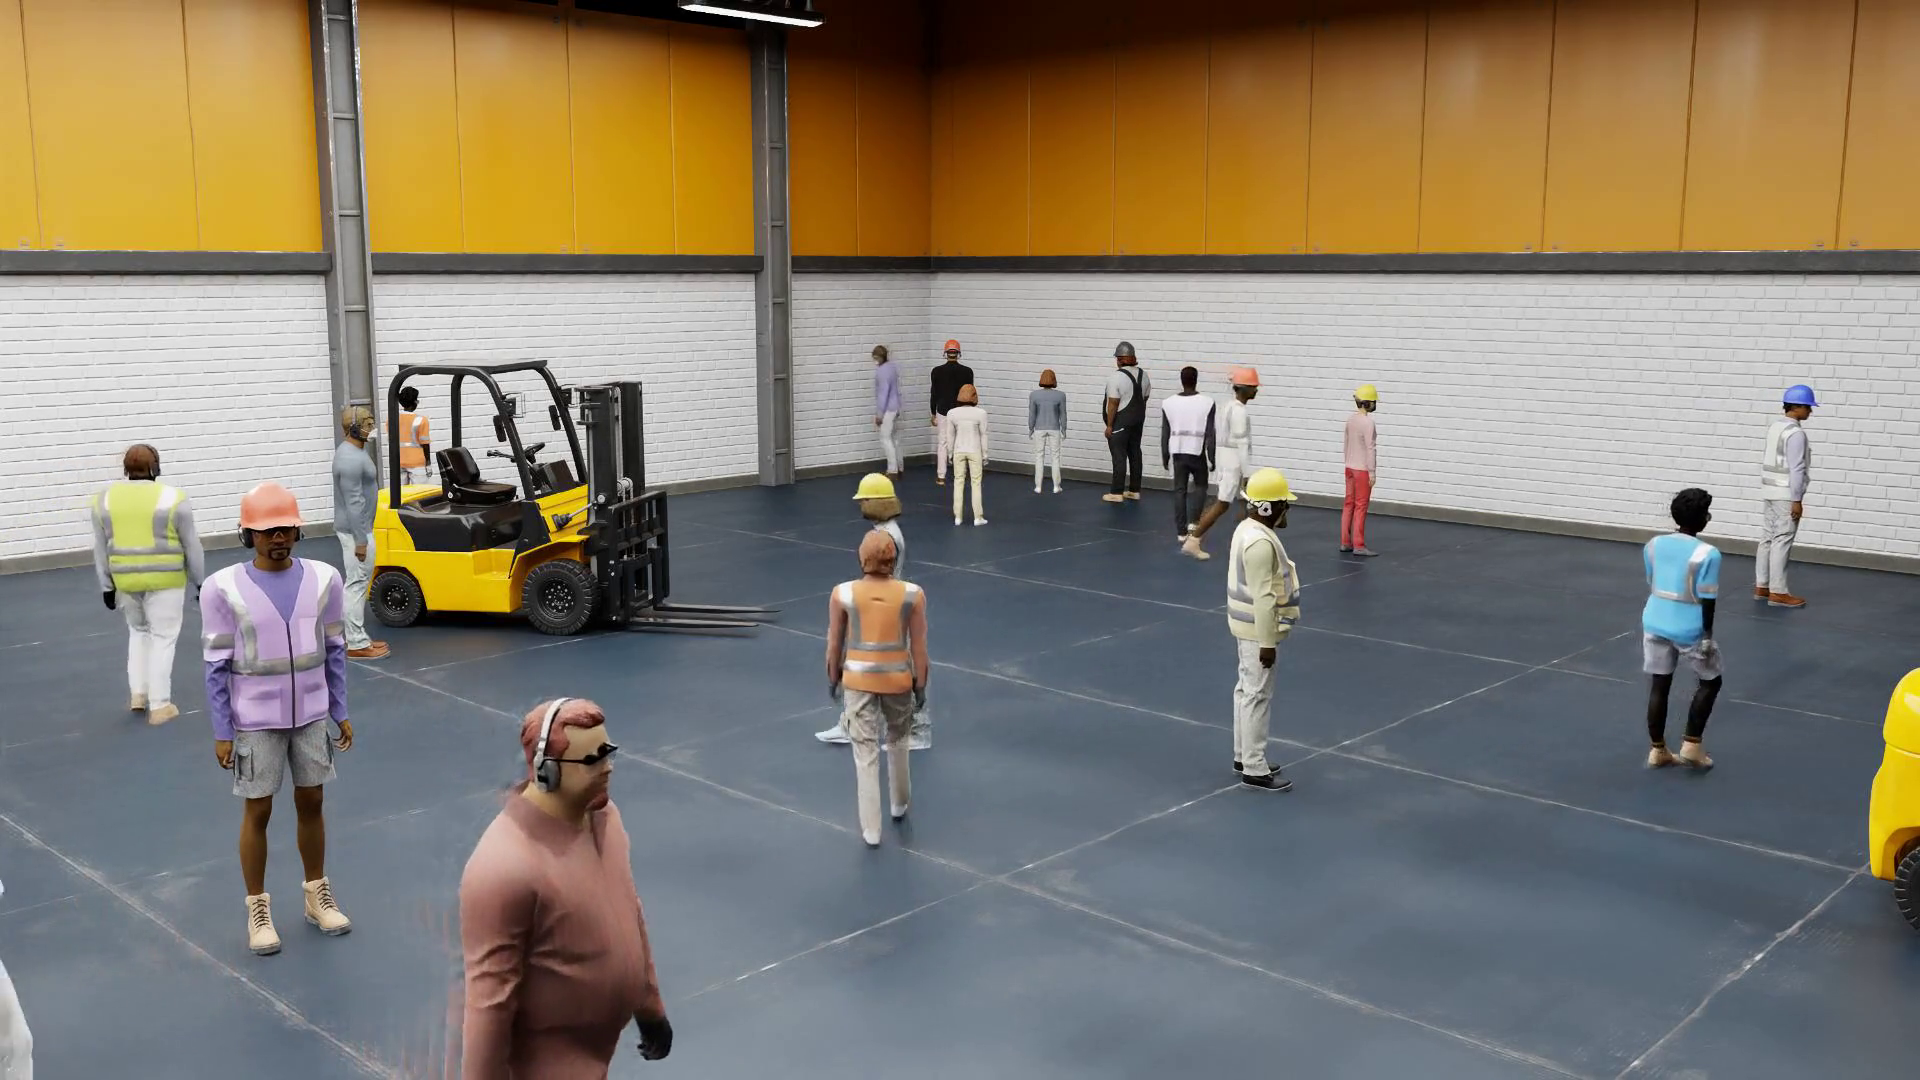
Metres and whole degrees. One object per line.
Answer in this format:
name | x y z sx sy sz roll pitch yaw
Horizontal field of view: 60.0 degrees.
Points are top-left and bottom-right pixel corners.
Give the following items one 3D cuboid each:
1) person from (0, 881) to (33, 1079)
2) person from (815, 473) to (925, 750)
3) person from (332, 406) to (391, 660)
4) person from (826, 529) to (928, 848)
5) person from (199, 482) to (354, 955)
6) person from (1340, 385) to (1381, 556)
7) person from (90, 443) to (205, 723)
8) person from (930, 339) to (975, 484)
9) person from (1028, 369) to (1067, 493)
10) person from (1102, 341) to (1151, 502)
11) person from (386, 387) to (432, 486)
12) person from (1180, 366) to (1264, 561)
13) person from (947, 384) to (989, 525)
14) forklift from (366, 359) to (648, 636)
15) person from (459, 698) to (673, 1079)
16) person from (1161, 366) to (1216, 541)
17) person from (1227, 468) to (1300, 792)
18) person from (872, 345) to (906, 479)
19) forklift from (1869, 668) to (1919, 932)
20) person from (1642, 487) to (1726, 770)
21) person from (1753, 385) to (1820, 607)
person | -3.123 1.224 4.976 0.587 1.862 0.786 7 12 37
person | -0.565 0.457 10.116 0.768 1.717 0.491 -2 9 -12
person | -4.544 -0.050 12.575 0.361 1.933 0.628 -3 10 -17
person | -0.439 0.742 8.685 0.518 1.613 0.730 -1 9 -8
person | -2.944 0.760 7.246 0.607 2.044 0.377 -9 13 -42
person | 4.153 -0.719 17.163 0.326 1.767 0.533 -3 10 -15
person | -5.278 0.276 10.909 0.634 1.825 0.544 0 9 -1
person | -0.109 -1.750 22.817 0.617 1.986 0.400 -2 9 -9
person | 1.155 -1.432 21.933 0.508 1.632 0.271 1 9 5
person | 2.062 -1.512 21.184 0.683 2.000 0.538 -8 12 -41
person | -5.934 -0.810 17.963 0.532 1.691 0.321 3 10 18
person | 2.719 -0.749 16.691 1.026 1.999 0.630 1 9 5
person | 0.093 -0.980 19.161 0.498 1.634 0.278 3 10 16
forklift | -3.850 -0.407 13.936 2.313 2.155 1.214 2 9 11
person | -1.015 1.316 4.413 0.991 1.853 0.666 2 9 11
person | 2.486 -0.937 18.087 0.618 1.900 0.480 3 10 18
person | 1.725 0.503 9.466 0.404 1.832 0.599 0 9 1
person | -1.000 -1.791 23.349 0.473 1.895 0.770 1 9 6
forklift | 5.205 0.723 7.013 2.313 2.155 1.214 9 13 43
person | 4.261 0.523 9.774 0.437 1.683 0.541 -5 11 -29
person | 7.260 -0.393 14.617 0.402 1.943 0.608 1 9 5
